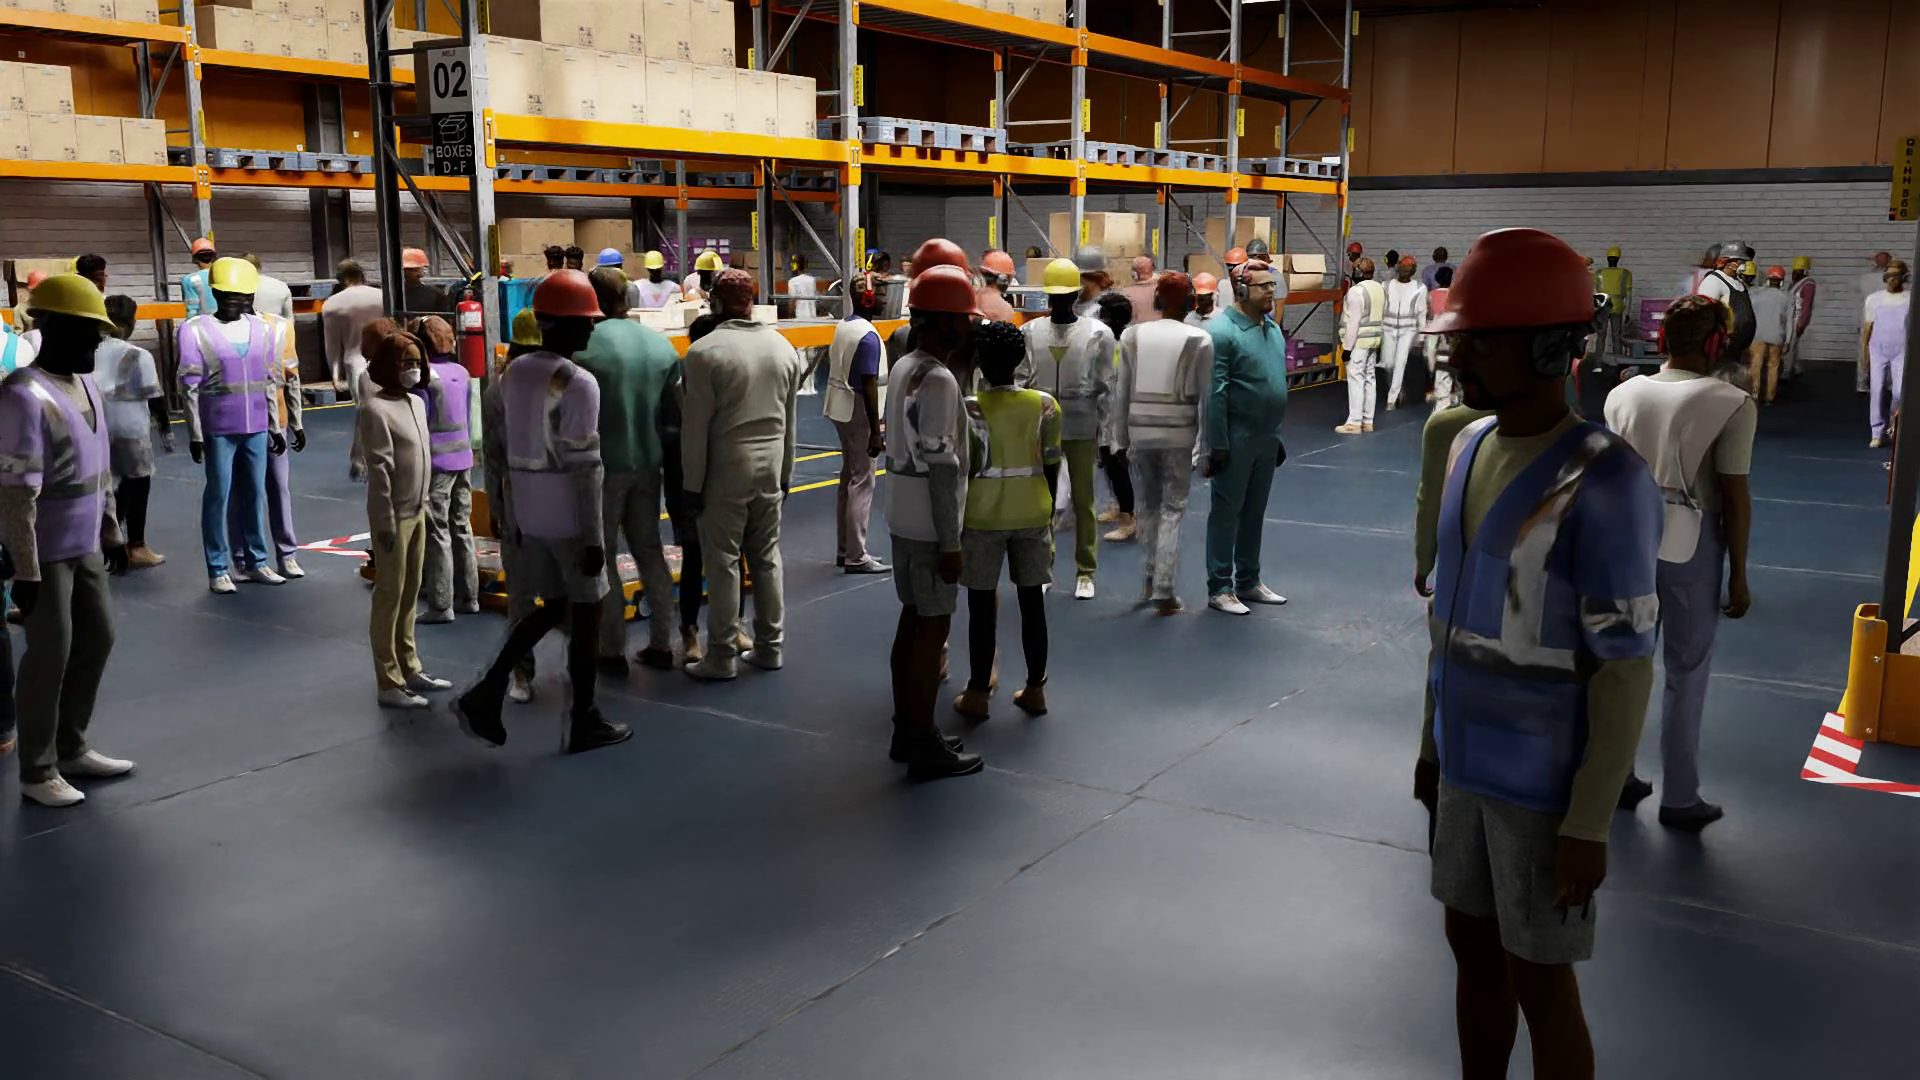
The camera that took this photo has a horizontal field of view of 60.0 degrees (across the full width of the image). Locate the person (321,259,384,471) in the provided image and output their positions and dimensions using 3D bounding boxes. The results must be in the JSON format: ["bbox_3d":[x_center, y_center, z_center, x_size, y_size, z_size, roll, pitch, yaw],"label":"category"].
[{"bbox_3d":[-5.068,-1.449,14.159,0.695,1.860,1.058,-9,14,-42],"label":"person"}]

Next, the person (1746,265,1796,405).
[{"bbox_3d":[9.830,-2.475,20.223,0.563,1.726,0.761,5,11,24],"label":"person"}]

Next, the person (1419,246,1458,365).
[{"bbox_3d":[7.678,-3.744,26.730,0.628,1.911,0.777,1,10,4],"label":"person"}]

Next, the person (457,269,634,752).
[{"bbox_3d":[-1.612,-0.085,6.450,0.556,1.916,0.612,9,13,40],"label":"person"}]

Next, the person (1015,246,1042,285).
[{"bbox_3d":[1.024,-3.234,23.833,0.355,1.938,0.637,-6,12,-30],"label":"person"}]

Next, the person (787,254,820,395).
[{"bbox_3d":[-2.038,-2.811,21.804,0.389,1.849,0.621,8,13,37],"label":"person"}]

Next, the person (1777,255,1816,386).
[{"bbox_3d":[11.566,-3.042,23.105,0.451,1.811,0.644,1,10,4],"label":"person"}]

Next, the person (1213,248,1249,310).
[{"bbox_3d":[3.005,-2.224,18.241,0.356,1.938,0.543,-7,12,-35],"label":"person"}]

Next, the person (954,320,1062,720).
[{"bbox_3d":[0.181,-0.076,7.028,0.532,1.694,0.319,-4,11,-21],"label":"person"}]

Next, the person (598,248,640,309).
[{"bbox_3d":[-3.510,-2.010,17.061,0.414,1.939,0.605,5,11,25],"label":"person"}]

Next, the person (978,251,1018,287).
[{"bbox_3d":[0.503,-2.768,21.333,0.591,1.912,0.398,6,12,30],"label":"person"}]

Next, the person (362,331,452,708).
[{"bbox_3d":[-2.436,-0.095,7.287,0.286,1.632,0.501,1,10,5],"label":"person"}]

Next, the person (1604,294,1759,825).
[{"bbox_3d":[2.469,0.071,5.800,0.392,1.838,0.561,-6,12,-29],"label":"person"}]

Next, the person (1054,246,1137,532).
[{"bbox_3d":[0.869,-1.087,11.653,0.996,2.000,0.694,-3,11,-17],"label":"person"}]

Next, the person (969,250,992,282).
[{"bbox_3d":[0.376,-3.756,26.927,0.614,1.864,0.756,5,11,26],"label":"person"}]

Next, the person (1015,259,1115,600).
[{"bbox_3d":[0.579,-0.617,9.393,0.586,1.920,0.397,3,11,17],"label":"person"}]

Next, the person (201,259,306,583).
[{"bbox_3d":[-4.201,-0.699,9.867,0.591,1.913,0.394,-8,13,-36],"label":"person"}]

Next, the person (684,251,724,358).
[{"bbox_3d":[-2.313,-1.669,15.226,0.402,1.919,0.588,2,10,13],"label":"person"}]

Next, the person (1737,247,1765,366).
[{"bbox_3d":[11.487,-3.318,24.354,0.587,1.920,0.391,-5,11,-26],"label":"person"}]

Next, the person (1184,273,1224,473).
[{"bbox_3d":[2.091,-1.413,14.283,0.567,1.744,0.350,7,12,33],"label":"person"}]

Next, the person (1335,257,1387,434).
[{"bbox_3d":[4.199,-2.040,17.484,0.429,1.842,0.634,9,14,41],"label":"person"}]

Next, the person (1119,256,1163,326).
[{"bbox_3d":[1.807,-1.818,16.189,0.647,1.862,0.838,3,11,18],"label":"person"}]

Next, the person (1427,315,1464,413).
[{"bbox_3d":[4.698,-1.599,15.769,0.529,1.584,0.851,4,11,20],"label":"person"}]

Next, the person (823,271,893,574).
[{"bbox_3d":[-0.623,-0.707,10.131,0.388,1.837,0.560,-4,11,-20],"label":"person"}]

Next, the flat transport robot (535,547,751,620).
[{"bbox_3d":[-1.735,0.220,9.315,0.652,0.197,1.431,8,13,36],"label":"flat transport robot"}]

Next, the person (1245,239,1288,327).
[{"bbox_3d":[3.461,-2.518,19.584,0.536,2.000,0.688,-9,13,-40],"label":"person"}]

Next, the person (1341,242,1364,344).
[{"bbox_3d":[6.726,-4.110,28.569,0.613,1.986,0.406,-4,11,-23],"label":"person"}]

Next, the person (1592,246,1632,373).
[{"bbox_3d":[9.900,-3.500,25.341,0.591,1.926,0.386,3,11,17],"label":"person"}]

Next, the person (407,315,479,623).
[{"bbox_3d":[-2.752,-0.375,8.848,0.314,1.631,0.525,3,11,14],"label":"person"}]

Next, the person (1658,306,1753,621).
[{"bbox_3d":[4.034,-0.448,9.076,0.490,1.691,0.933,10,14,43],"label":"person"}]

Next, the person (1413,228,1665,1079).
[{"bbox_3d":[1.048,0.432,3.233,0.388,2.041,0.615,-2,10,-13],"label":"person"}]

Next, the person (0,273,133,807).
[{"bbox_3d":[-3.212,0.004,5.977,0.429,1.907,0.652,-1,10,-4],"label":"person"}]

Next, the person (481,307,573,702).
[{"bbox_3d":[-1.834,-0.146,7.284,0.485,1.737,0.321,-2,10,-9],"label":"person"}]

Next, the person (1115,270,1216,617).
[{"bbox_3d":[1.152,-0.538,9.121,0.595,1.855,0.708,6,12,30],"label":"person"}]

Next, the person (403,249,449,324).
[{"bbox_3d":[-5.090,-1.733,15.531,0.632,1.943,1.028,-1,10,-8],"label":"person"}]

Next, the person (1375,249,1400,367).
[{"bbox_3d":[6.850,-3.679,26.490,0.509,1.872,0.328,-2,10,-9],"label":"person"}]

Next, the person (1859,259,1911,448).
[{"bbox_3d":[9.048,-1.804,16.185,0.531,1.835,0.439,7,12,34],"label":"person"}]

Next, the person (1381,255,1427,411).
[{"bbox_3d":[5.267,-2.477,19.900,0.618,1.853,0.695,5,11,25],"label":"person"}]

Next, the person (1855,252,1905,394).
[{"bbox_3d":[12.252,-2.872,22.066,0.953,1.855,0.664,-7,12,-34],"label":"person"}]

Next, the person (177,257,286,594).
[{"bbox_3d":[-4.181,-0.662,9.618,0.381,1.923,0.591,7,13,35],"label":"person"}]

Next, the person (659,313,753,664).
[{"bbox_3d":[-1.179,-0.249,7.987,0.535,1.687,0.329,-4,11,-23],"label":"person"}]

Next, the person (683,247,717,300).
[{"bbox_3d":[-2.907,-2.431,19.383,0.627,1.940,0.372,-1,10,-5],"label":"person"}]

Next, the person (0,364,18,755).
[{"bbox_3d":[-3.837,-0.068,6.243,0.629,1.954,0.953,-5,11,-24],"label":"person"}]

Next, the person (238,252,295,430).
[{"bbox_3d":[-7.192,-1.993,17.106,0.681,1.885,0.701,-9,14,-42],"label":"person"}]

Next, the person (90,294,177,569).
[{"bbox_3d":[-5.124,-0.664,10.245,0.544,1.689,0.387,4,11,22],"label":"person"}]

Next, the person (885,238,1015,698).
[{"bbox_3d":[-0.054,-0.300,7.329,0.612,2.032,0.411,4,11,21],"label":"person"}]

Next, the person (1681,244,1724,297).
[{"bbox_3d":[8.928,-2.566,19.851,1.022,2.000,0.694,-3,11,-17],"label":"person"}]

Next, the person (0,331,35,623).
[{"bbox_3d":[-4.983,-0.430,8.581,0.342,1.839,0.503,5,11,25],"label":"person"}]

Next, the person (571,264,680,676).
[{"bbox_3d":[-1.585,-0.310,7.736,0.646,1.931,0.402,-10,14,-43],"label":"person"}]

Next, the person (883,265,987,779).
[{"bbox_3d":[-0.090,-0.064,6.299,0.388,1.930,0.544,-3,11,-17],"label":"person"}]

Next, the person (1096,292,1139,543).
[{"bbox_3d":[1.035,-0.796,11.033,0.454,1.677,0.558,-5,11,-26],"label":"person"}]

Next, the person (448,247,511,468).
[{"bbox_3d":[-4.232,-1.673,14.901,0.690,2.000,0.538,-5,11,-25],"label":"person"}]

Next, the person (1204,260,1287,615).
[{"bbox_3d":[1.581,-0.561,9.101,0.409,1.913,0.642,9,14,42],"label":"person"}]

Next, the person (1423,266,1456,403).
[{"bbox_3d":[5.992,-2.550,20.702,0.536,1.699,0.321,4,11,22],"label":"person"}]

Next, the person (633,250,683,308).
[{"bbox_3d":[-3.382,-2.292,18.706,0.684,1.906,0.442,-3,11,-14],"label":"person"}]

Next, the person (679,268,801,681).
[{"bbox_3d":[-1.035,-0.301,7.716,0.400,1.896,0.653,9,14,41],"label":"person"}]

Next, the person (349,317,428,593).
[{"bbox_3d":[-3.250,-0.491,9.629,0.867,1.583,0.545,4,11,22],"label":"person"}]

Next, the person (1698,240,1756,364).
[{"bbox_3d":[7.736,-2.014,16.789,0.679,2.000,0.535,-9,13,-40],"label":"person"}]

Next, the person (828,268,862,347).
[{"bbox_3d":[-1.144,-2.184,18.115,0.599,1.905,0.391,-4,11,-21],"label":"person"}]
